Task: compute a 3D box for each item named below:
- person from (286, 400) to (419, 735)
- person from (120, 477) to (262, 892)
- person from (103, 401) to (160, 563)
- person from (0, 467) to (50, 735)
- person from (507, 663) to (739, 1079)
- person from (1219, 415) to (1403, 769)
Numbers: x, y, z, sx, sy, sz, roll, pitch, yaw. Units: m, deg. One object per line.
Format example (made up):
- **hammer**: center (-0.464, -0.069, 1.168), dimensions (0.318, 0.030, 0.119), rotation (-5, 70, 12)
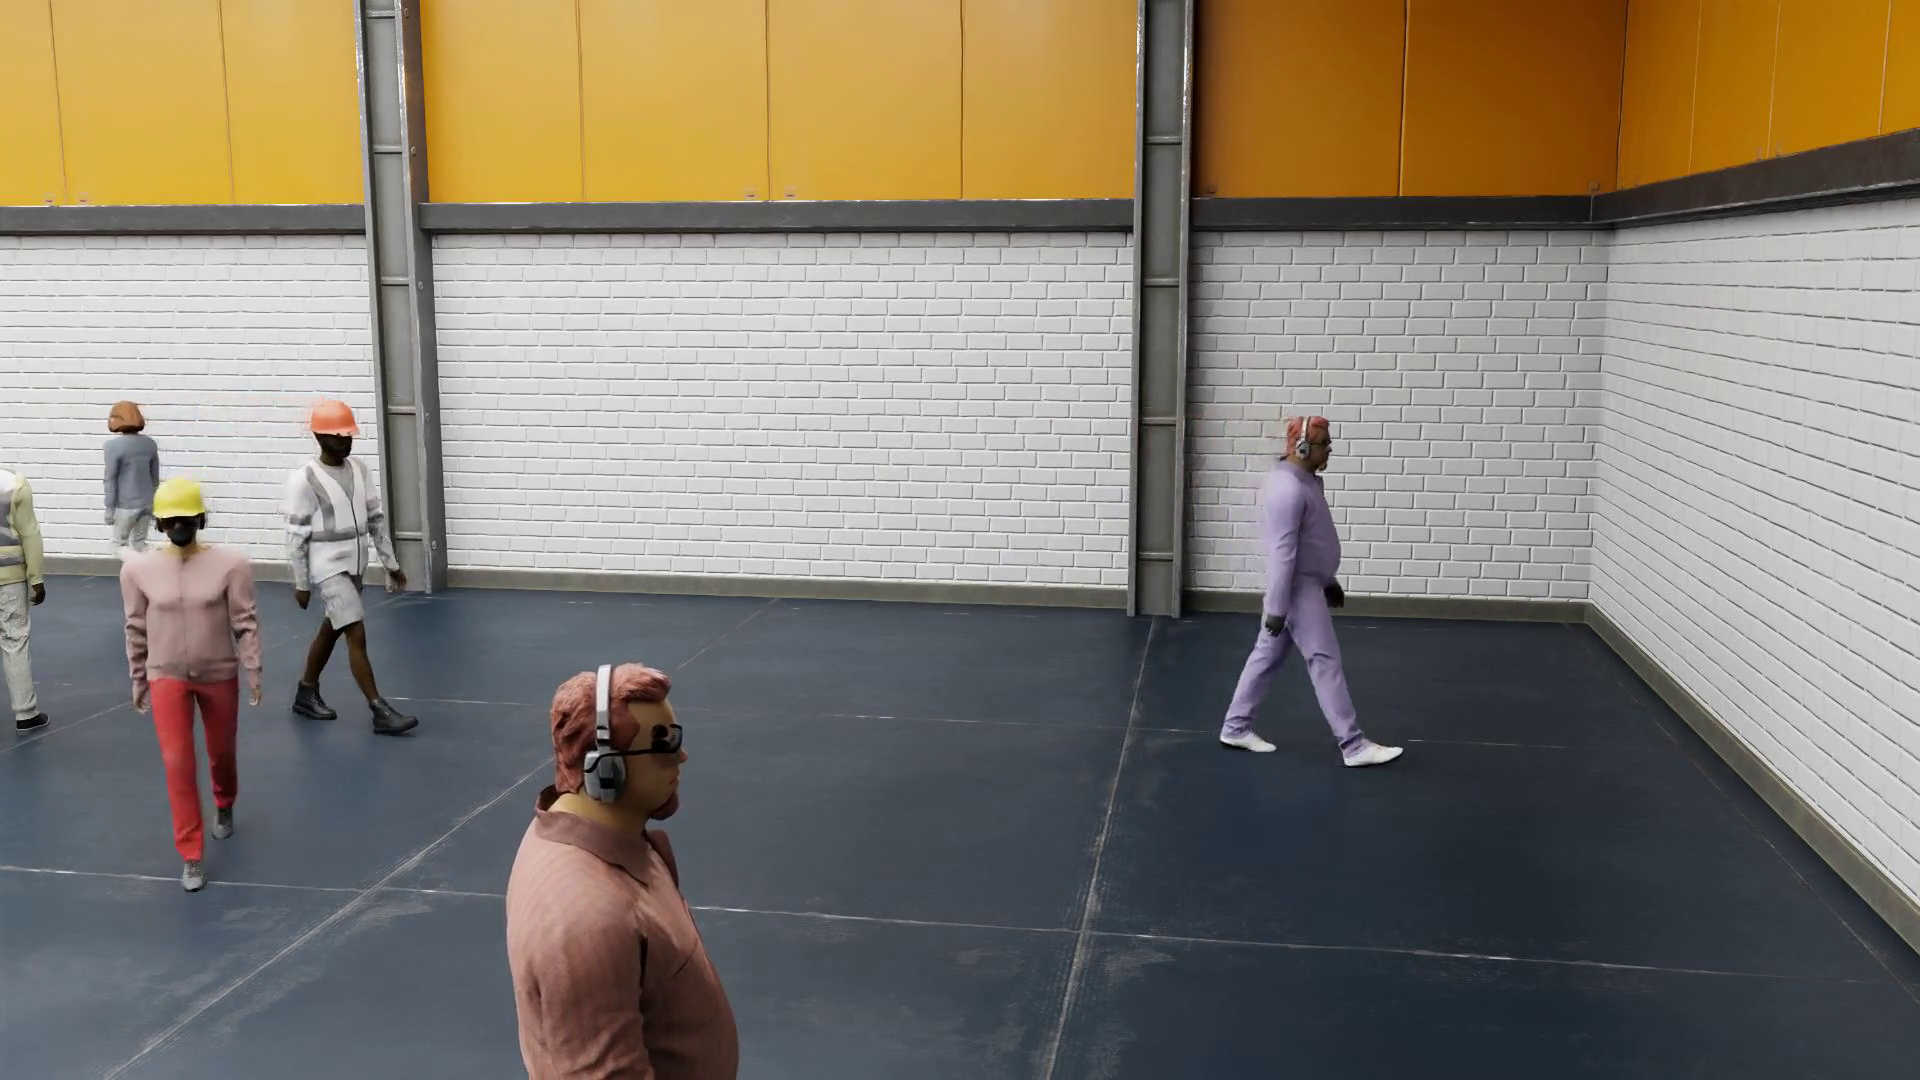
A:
- **person**: center (-3.507, 0.147, 9.426), dimensions (0.992, 1.887, 0.561), rotation (4, 10, 22)
- **person**: center (-3.345, 0.570, 7.281), dimensions (0.529, 1.737, 0.843), rotation (-4, 10, -23)
- **person**: center (-6.294, -0.258, 12.734), dimensions (0.463, 1.616, 0.512), rotation (3, 10, 17)
- **person**: center (-5.427, 0.196, 9.277), dimensions (0.600, 1.831, 0.404), rotation (-2, 10, -15)
- **person**: center (-0.611, 1.163, 3.091), dimensions (0.407, 1.908, 0.641), rotation (-3, 10, -16)
- **person**: center (1.841, 0.267, 8.779), dimensions (0.961, 1.858, 0.648), rotation (2, 9, 10)
